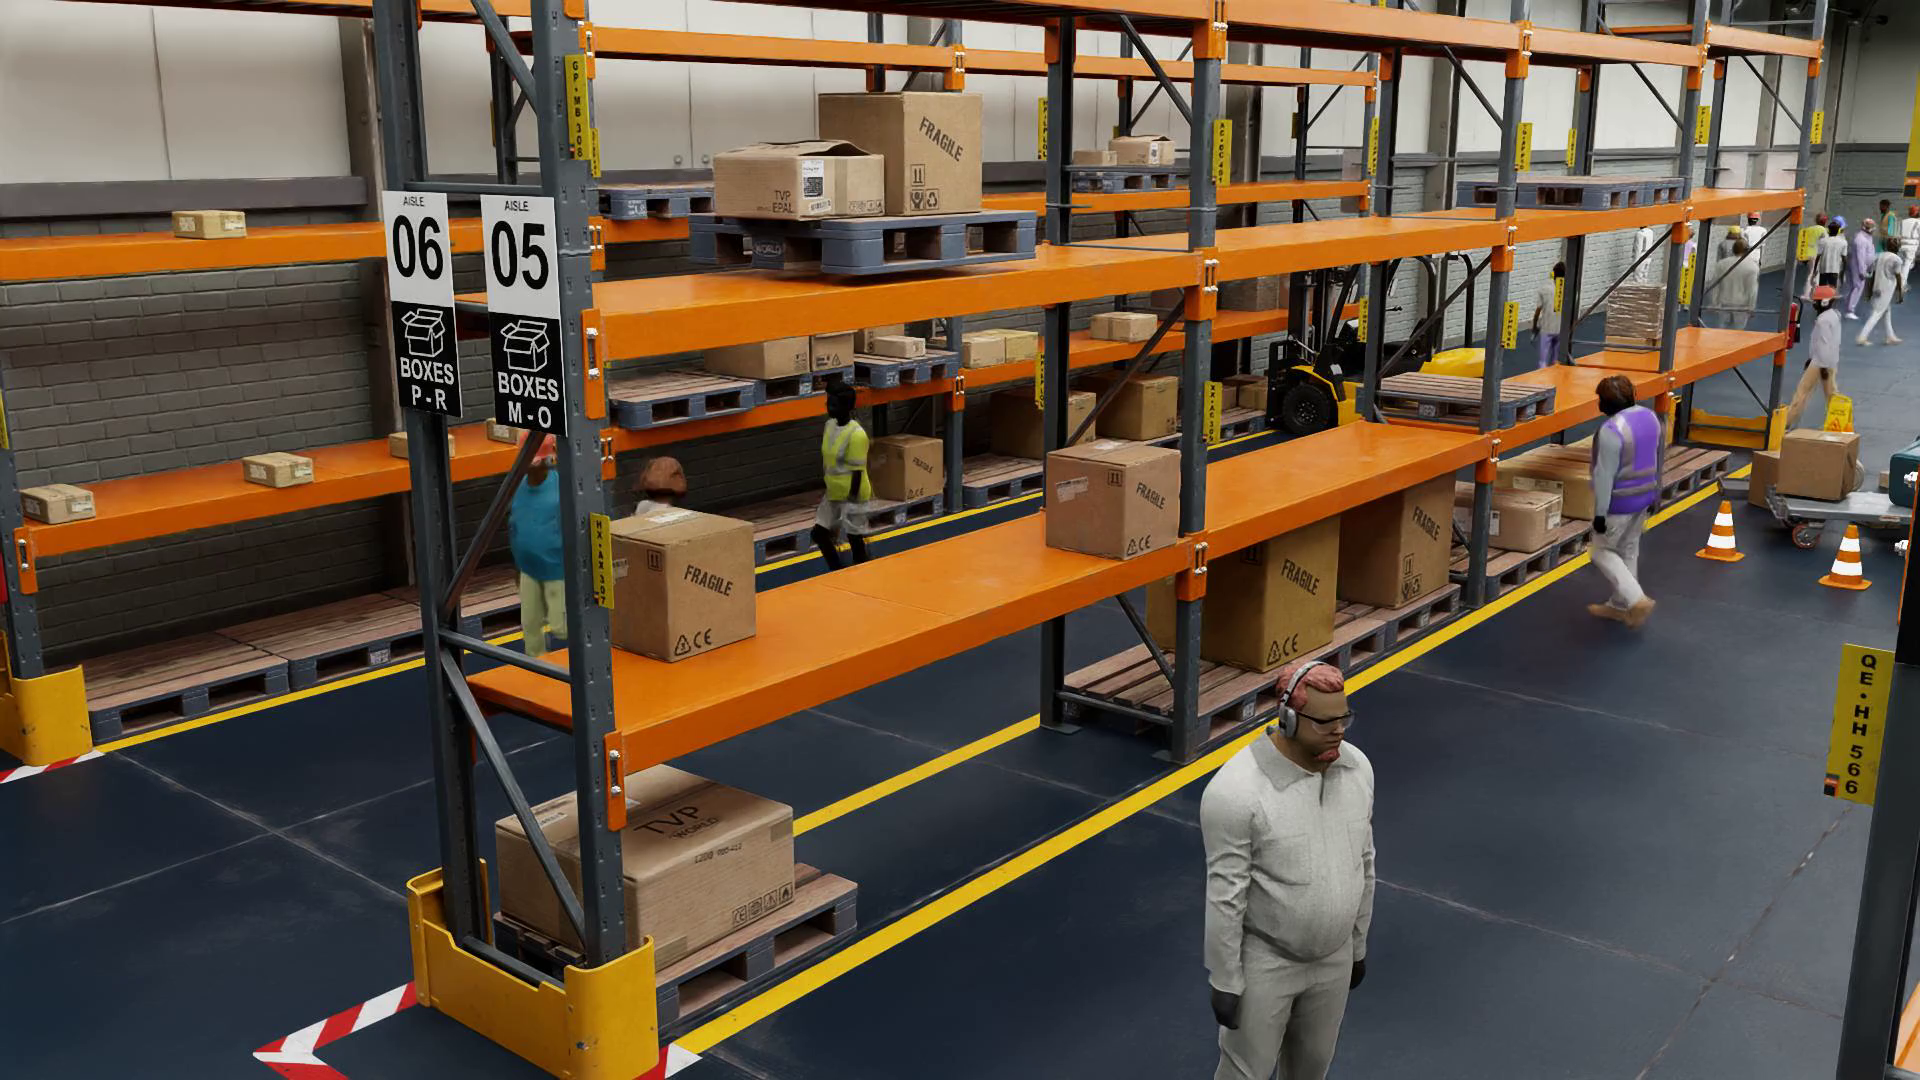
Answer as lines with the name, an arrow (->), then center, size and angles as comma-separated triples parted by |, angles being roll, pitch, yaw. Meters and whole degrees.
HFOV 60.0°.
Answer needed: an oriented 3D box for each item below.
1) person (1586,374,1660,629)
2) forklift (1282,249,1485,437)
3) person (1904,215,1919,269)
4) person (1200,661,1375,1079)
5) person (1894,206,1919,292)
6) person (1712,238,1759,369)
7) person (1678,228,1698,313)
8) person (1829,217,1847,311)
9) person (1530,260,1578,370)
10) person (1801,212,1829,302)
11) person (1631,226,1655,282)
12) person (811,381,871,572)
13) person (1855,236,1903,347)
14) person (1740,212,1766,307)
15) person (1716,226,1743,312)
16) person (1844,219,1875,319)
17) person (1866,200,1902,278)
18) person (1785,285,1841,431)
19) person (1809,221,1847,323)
person -> 4.648, -0.249, 11.566 | 0.694, 1.811, 0.576 | -9, 17, -33
forklift -> 4.886, -2.214, 18.767 | 2.313, 2.155, 1.214 | 11, 18, 38
person -> 24.115, -7.641, 42.128 | 0.879, 1.588, 0.493 | -10, 17, -35
person -> 1.036, 1.283, 5.153 | 0.636, 1.899, 0.402 | -7, 16, -27
person -> 20.773, -6.339, 36.271 | 0.829, 1.854, 0.599 | -6, 15, -22
person -> 11.324, -3.451, 24.366 | 0.515, 1.919, 0.648 | -9, 17, -34
person -> 14.040, -5.226, 32.228 | 0.507, 1.605, 0.741 | 8, 16, 29
person -> 16.532, -5.169, 31.451 | 0.410, 1.880, 0.782 | 11, 18, 38
person -> 7.556, -2.632, 21.183 | 0.521, 1.854, 0.745 | 2, 14, 9
person -> 17.566, -5.770, 34.018 | 0.607, 1.819, 0.612 | -1, 14, -4
person -> 13.223, -5.384, 32.315 | 0.574, 1.883, 0.355 | -12, 18, -41
person -> -0.881, -0.317, 12.080 | 0.459, 1.679, 0.556 | -9, 17, -33
person -> 15.018, -4.039, 27.031 | 0.970, 1.798, 0.535 | -3, 14, -11
person -> 15.673, -5.591, 33.047 | 0.545, 1.938, 0.361 | -1, 14, -2
person -> 14.665, -5.158, 31.716 | 0.494, 1.724, 0.602 | 7, 16, 27
person -> 16.832, -5.067, 31.077 | 0.433, 1.865, 0.807 | 8, 16, 28
person -> 22.160, -7.185, 39.726 | 0.970, 1.861, 0.677 | 1, 14, 3
person -> 9.853, -2.081, 19.231 | 0.862, 1.708, 0.563 | 11, 18, 39
person -> 15.720, -4.832, 30.114 | 0.567, 1.873, 0.363 | 6, 15, 24
